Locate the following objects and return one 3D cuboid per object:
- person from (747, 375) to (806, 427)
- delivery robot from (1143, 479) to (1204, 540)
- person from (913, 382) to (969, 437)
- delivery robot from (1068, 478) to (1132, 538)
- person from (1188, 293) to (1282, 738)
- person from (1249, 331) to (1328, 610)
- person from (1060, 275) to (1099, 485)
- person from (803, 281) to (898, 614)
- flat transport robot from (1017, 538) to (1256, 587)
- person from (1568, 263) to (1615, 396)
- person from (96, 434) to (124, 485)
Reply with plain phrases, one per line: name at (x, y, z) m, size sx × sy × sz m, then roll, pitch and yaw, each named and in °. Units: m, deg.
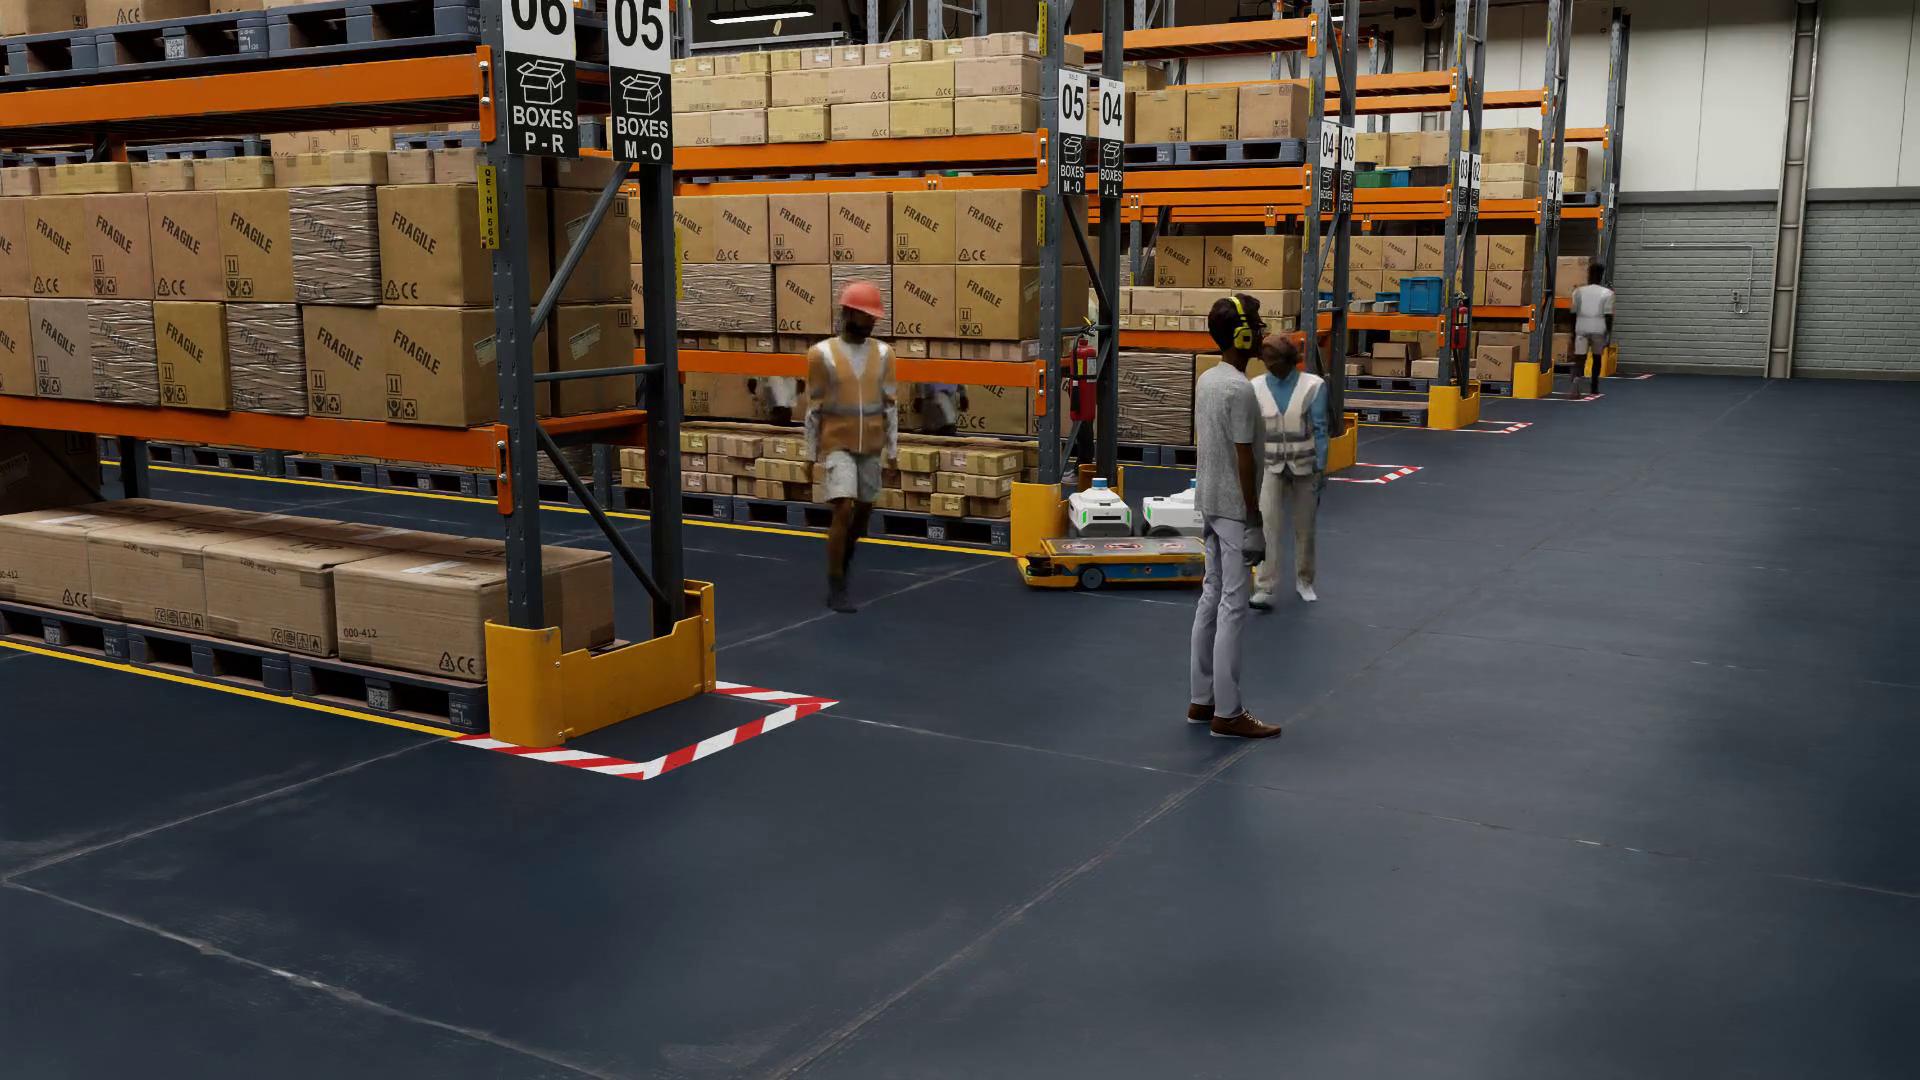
person at (-1.602, -1.494, 14.761) m, size 0.461 × 2.028 × 0.631 m, roll 7°, pitch 12°, yaw 36°
delivery robot at (1.573, -0.163, 11.006) m, size 0.707 × 0.478 × 0.477 m, roll 1°, pitch 10°, yaw 3°
person at (-0.093, -1.210, 13.421) m, size 0.657 × 1.914 × 0.583 m, roll 6°, pitch 11°, yaw 31°
delivery robot at (0.924, -0.171, 11.052) m, size 0.477 × 0.478 × 0.707 m, roll -1°, pitch 10°, yaw -3°
person at (1.164, -0.100, 7.057) m, size 0.328 × 1.877 × 0.513 m, roll -3°, pitch 10°, yaw -15°
person at (1.854, -0.392, 9.577) m, size 0.505 × 1.594 × 0.811 m, roll 3°, pitch 10°, yaw 18°
person at (1.056, -1.483, 14.793) m, size 0.373 × 1.997 × 0.615 m, roll 1°, pitch 10°, yaw 7°
person at (-0.672, -0.563, 9.755) m, size 0.598 × 1.902 × 0.816 m, roll -4°, pitch 11°, yaw -24°
flat transport robot at (1.100, 0.129, 10.403) m, size 1.431 × 0.197 × 0.652 m, roll -1°, pitch 10°, yaw -3°
person at (9.087, -3.027, 23.982) m, size 0.624 × 1.940 × 0.707 m, roll 6°, pitch 12°, yaw 33°
person at (-7.671, -1.456, 14.809) m, size 0.552 × 1.934 × 0.373 m, roll -8°, pitch 13°, yaw -40°
